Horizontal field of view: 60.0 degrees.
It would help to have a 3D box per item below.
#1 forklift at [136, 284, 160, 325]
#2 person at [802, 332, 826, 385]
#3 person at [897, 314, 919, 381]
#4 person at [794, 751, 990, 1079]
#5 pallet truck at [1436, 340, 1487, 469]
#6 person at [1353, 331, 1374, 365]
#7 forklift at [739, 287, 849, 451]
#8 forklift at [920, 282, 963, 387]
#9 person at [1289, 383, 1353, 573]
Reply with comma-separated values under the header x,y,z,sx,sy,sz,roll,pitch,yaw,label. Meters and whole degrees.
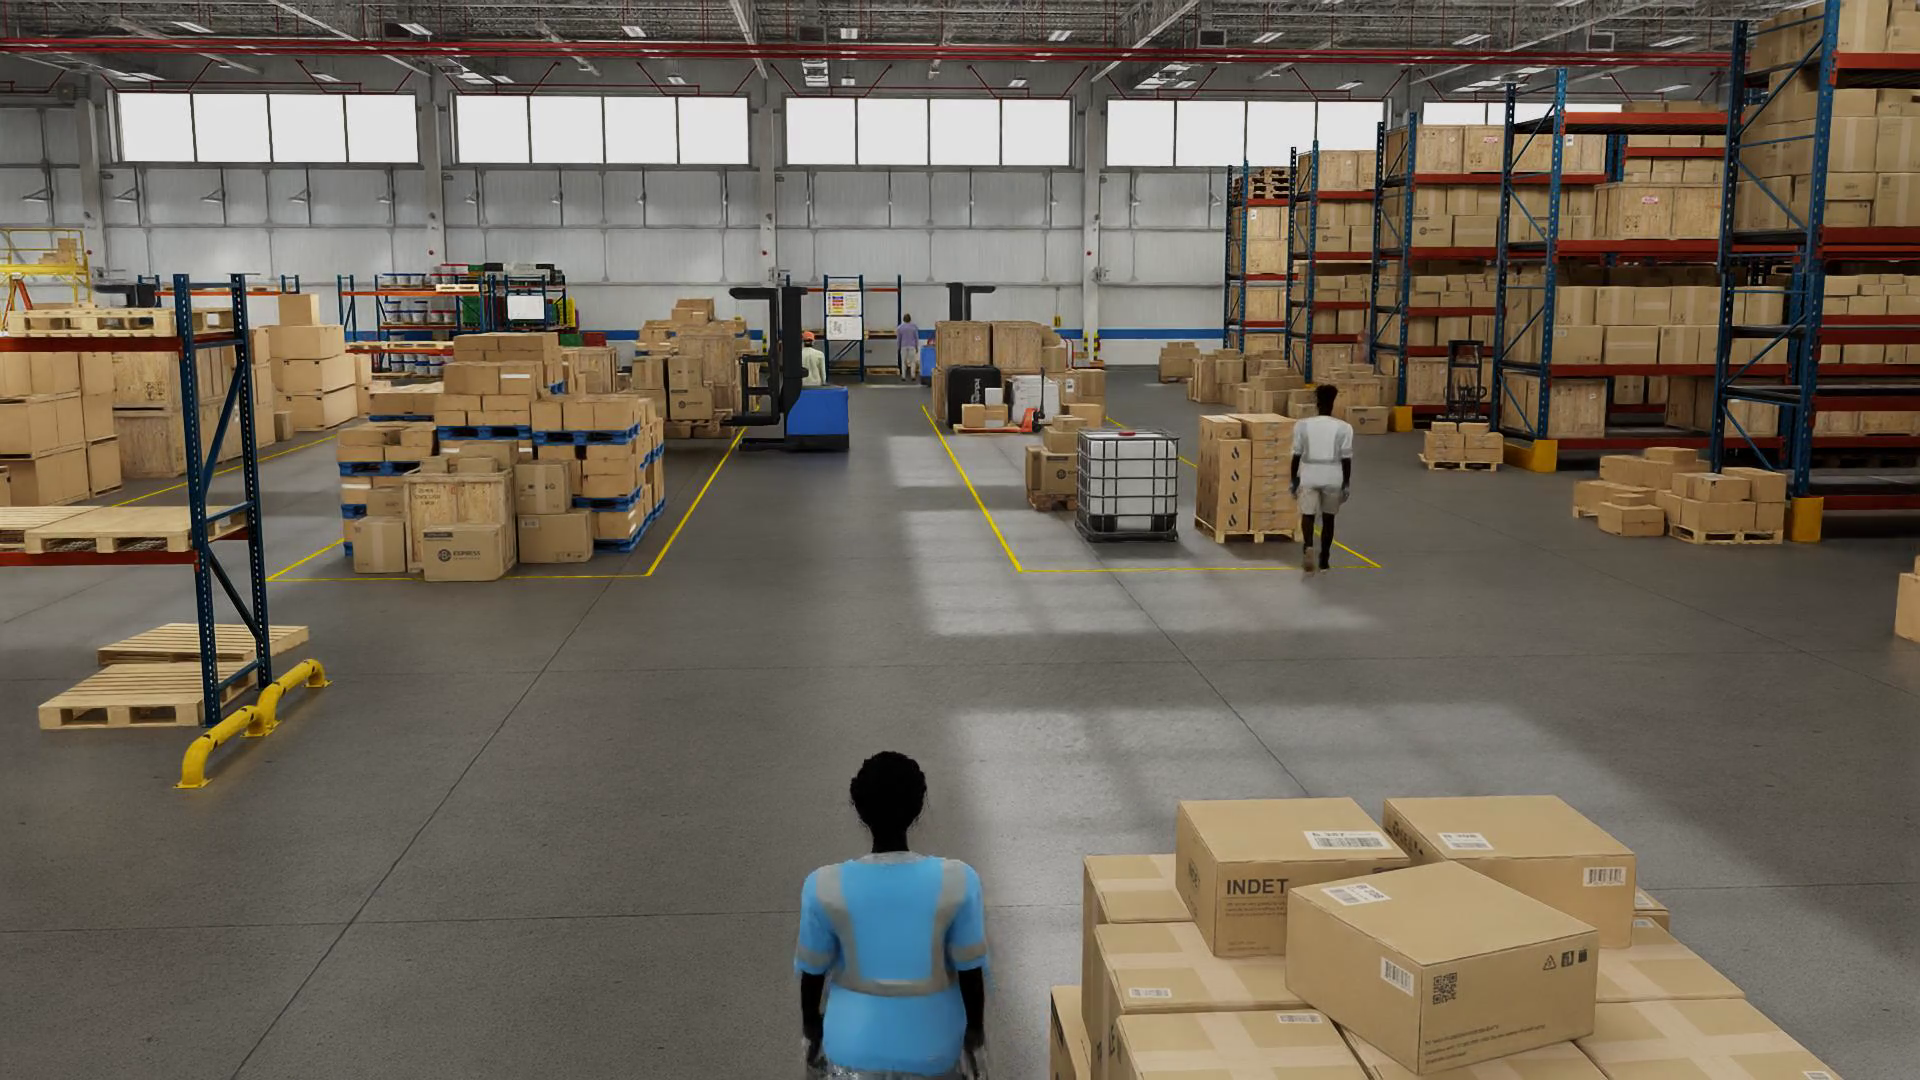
x,y,z,sx,sy,sz,roll,pitch,yaw,label
-18.120,-4.333,37.240,1.873,2.768,1.129,-5,11,-30,forklift
-2.770,-2.834,30.621,0.611,1.986,0.392,-1,9,-3,person
-1.492,-5.474,47.367,0.627,1.935,0.371,-1,9,-3,person
-0.199,1.424,4.820,0.552,1.669,0.652,-1,9,-4,person
8.004,-2.170,26.422,0.823,1.965,1.885,2,9,14,pallet truck
8.640,-3.549,35.551,1.007,1.855,0.663,-4,10,-25,person
-2.857,-2.959,28.607,1.873,2.768,1.129,-1,9,-4,forklift
-0.126,-5.568,44.991,1.873,2.768,1.129,-1,9,-4,forklift
3.630,-0.601,16.728,0.624,1.943,0.665,3,9,16,person
